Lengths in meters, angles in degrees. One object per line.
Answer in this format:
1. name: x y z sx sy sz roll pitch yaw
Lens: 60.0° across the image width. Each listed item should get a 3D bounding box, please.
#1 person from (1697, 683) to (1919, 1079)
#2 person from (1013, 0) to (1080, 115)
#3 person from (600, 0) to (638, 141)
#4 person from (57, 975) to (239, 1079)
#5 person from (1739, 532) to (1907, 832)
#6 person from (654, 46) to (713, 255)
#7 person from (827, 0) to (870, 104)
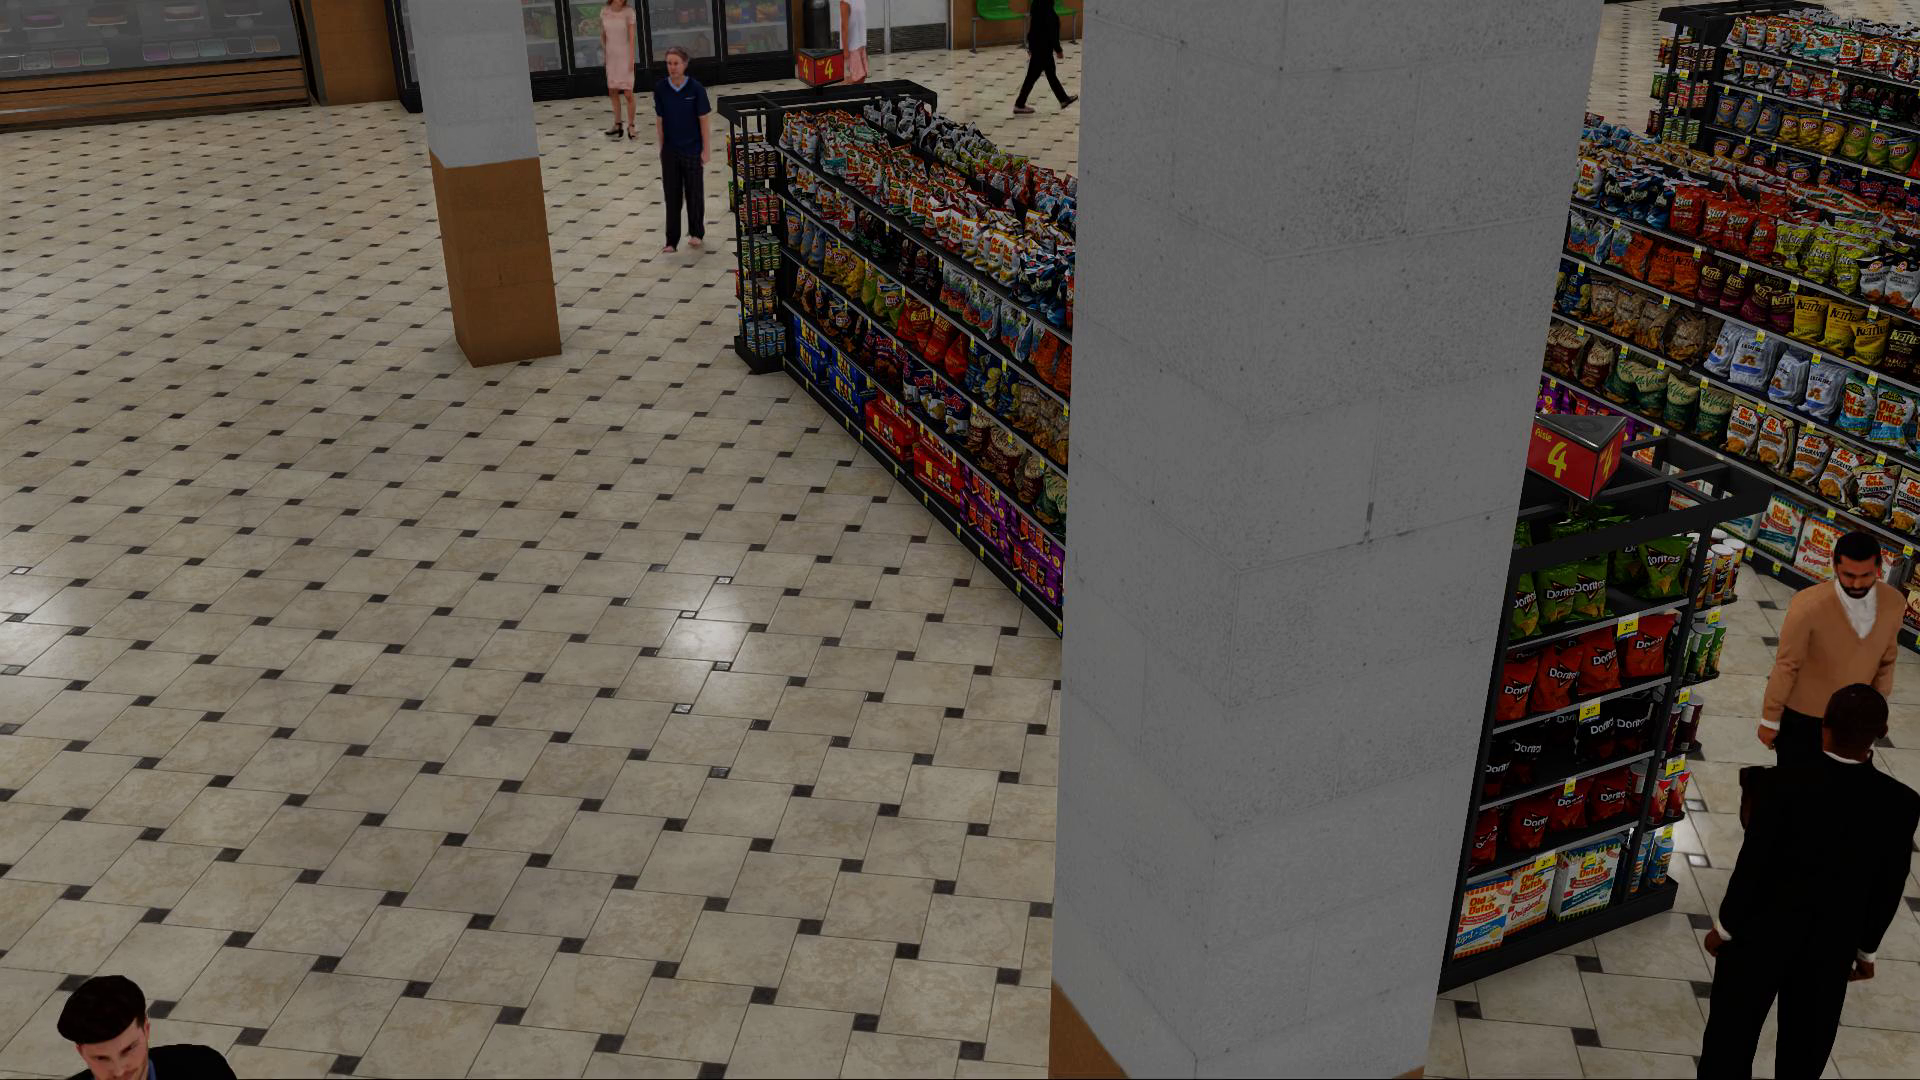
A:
1. person: 2.790 1.309 5.553 0.794 1.904 0.823 5 27 10
2. person: 0.916 -5.946 20.237 0.825 1.562 1.098 -7 28 -14
3. person: -3.934 -5.503 19.098 0.797 1.802 0.854 14 30 26
4. person: -2.137 1.871 4.470 0.789 1.882 0.864 -17 32 -31
5. person: 3.541 0.698 6.958 0.849 1.722 1.048 -4 27 -8
6. person: -2.519 -3.590 15.280 0.983 1.843 1.149 2 27 3
7. person: -1.358 -5.998 20.111 0.998 1.768 0.926 11 29 21
